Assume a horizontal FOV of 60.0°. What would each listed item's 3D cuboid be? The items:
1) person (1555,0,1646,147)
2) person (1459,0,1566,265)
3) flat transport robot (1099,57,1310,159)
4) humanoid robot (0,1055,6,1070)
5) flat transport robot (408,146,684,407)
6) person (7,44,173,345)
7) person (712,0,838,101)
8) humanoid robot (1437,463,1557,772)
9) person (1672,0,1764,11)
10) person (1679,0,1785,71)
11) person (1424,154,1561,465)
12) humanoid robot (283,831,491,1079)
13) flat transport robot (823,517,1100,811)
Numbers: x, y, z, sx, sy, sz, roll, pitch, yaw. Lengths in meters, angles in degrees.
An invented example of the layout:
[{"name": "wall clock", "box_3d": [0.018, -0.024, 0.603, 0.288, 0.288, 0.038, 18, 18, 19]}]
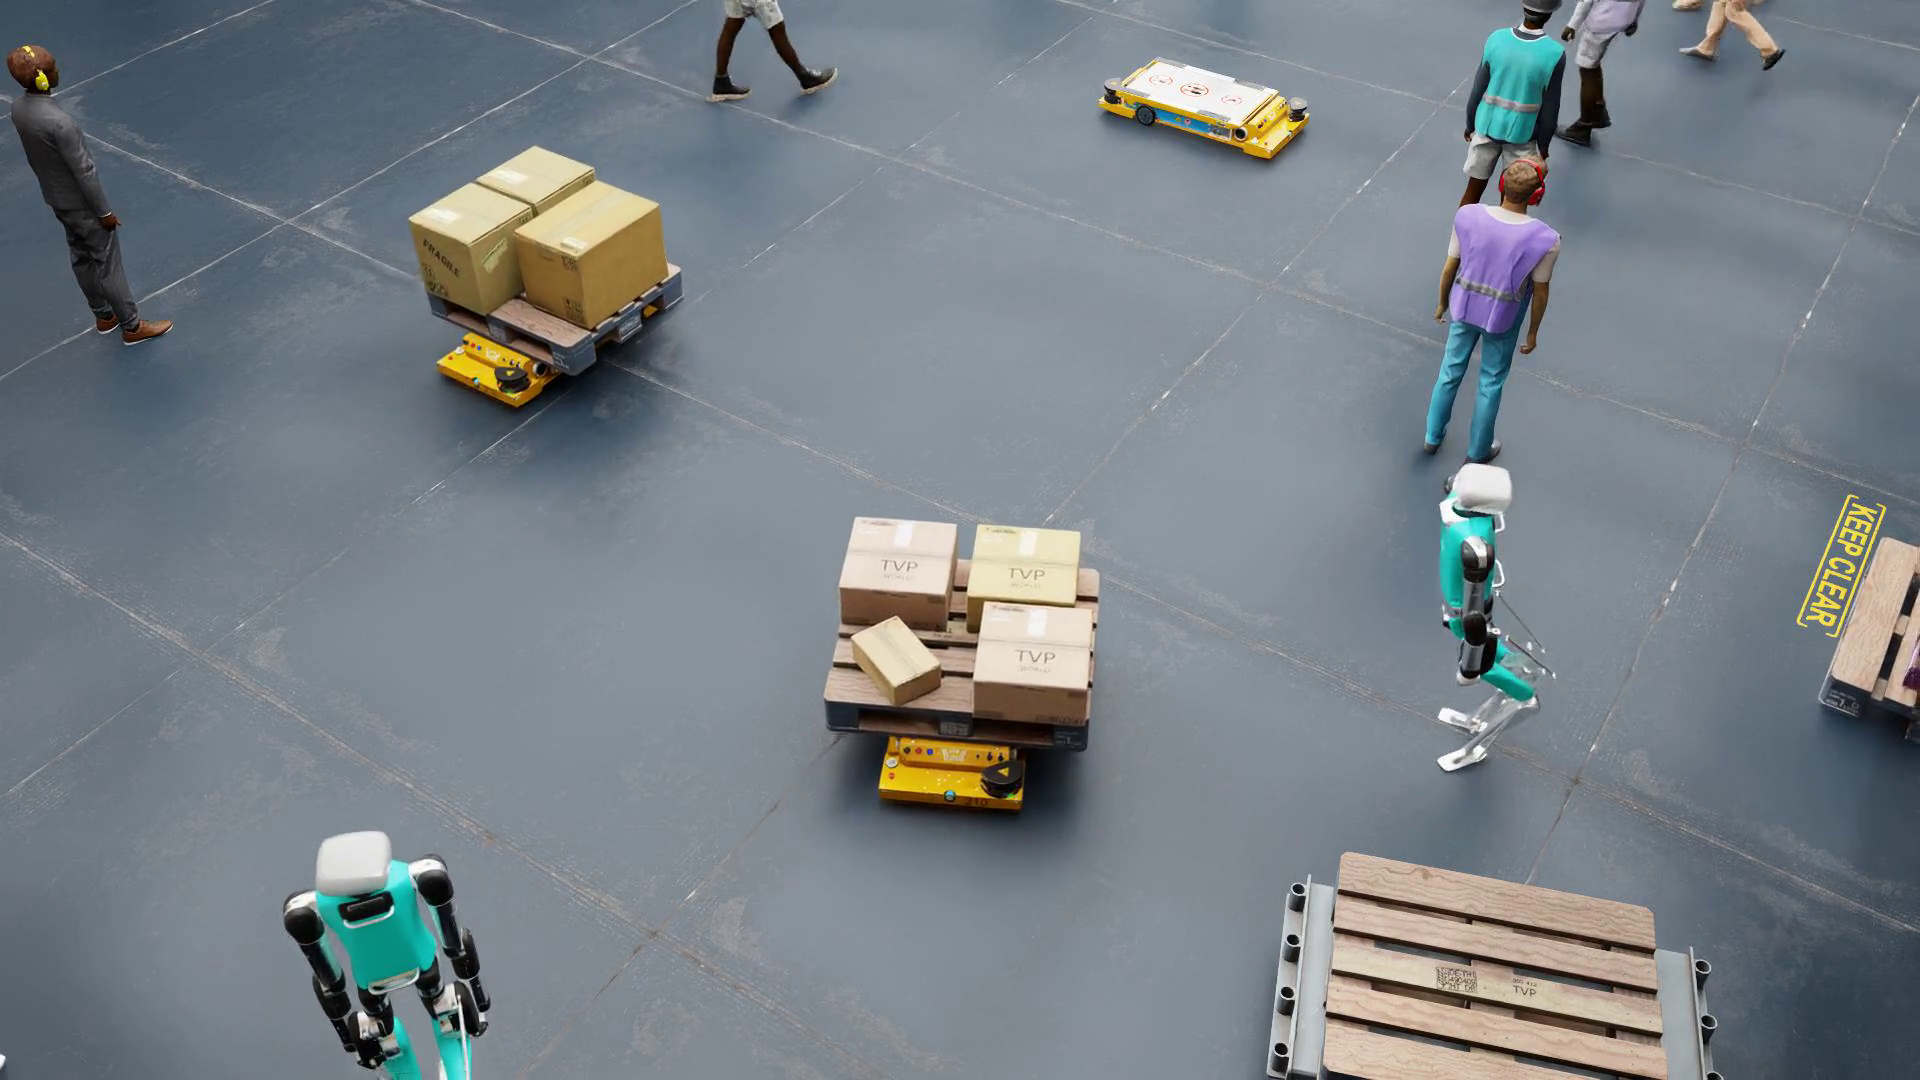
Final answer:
[{"name": "person", "box_3d": [4.514, -3.684, 11.663, 0.545, 1.917, 0.414, -30, 50, -29]}, {"name": "person", "box_3d": [3.426, -2.565, 10.397, 0.564, 1.938, 0.430, 24, 47, 24]}, {"name": "flat transport robot", "box_3d": [1.817, -3.238, 12.403, 1.431, 0.231, 0.659, 24, 47, 24]}, {"name": "humanoid robot", "box_3d": [-3.912, 1.560, 6.009, 0.552, 1.885, 0.749, 8, 42, 9]}, {"name": "flat transport robot", "box_3d": [-2.478, -1.347, 10.287, 0.659, 0.231, 1.431, 24, 47, 24]}, {"name": "person", "box_3d": [-5.211, -2.017, 9.832, 0.500, 1.873, 0.335, 24, 47, 24]}, {"name": "person", "box_3d": [-1.453, -4.150, 12.184, 0.991, 1.912, 0.626, -13, 43, -14]}, {"name": "humanoid robot", "box_3d": [2.359, 0.384, 7.246, 0.792, 1.755, 0.587, 2, 42, 2]}, {"name": "person", "box_3d": [6.465, -5.180, 13.411, 0.959, 1.822, 0.480, -13, 43, -14]}, {"name": "person", "box_3d": [6.035, -4.335, 12.609, 0.731, 1.634, 0.474, 28, 49, 28]}, {"name": "person", "box_3d": [2.827, -1.194, 8.933, 0.567, 1.843, 0.374, 24, 47, 24]}, {"name": "humanoid robot", "box_3d": [-1.839, 1.815, 5.681, 0.539, 1.759, 1.028, -14, 44, -15]}, {"name": "flat transport robot", "box_3d": [0.031, 0.673, 8.026, 0.659, 0.231, 1.431, 4, 42, 5]}]
